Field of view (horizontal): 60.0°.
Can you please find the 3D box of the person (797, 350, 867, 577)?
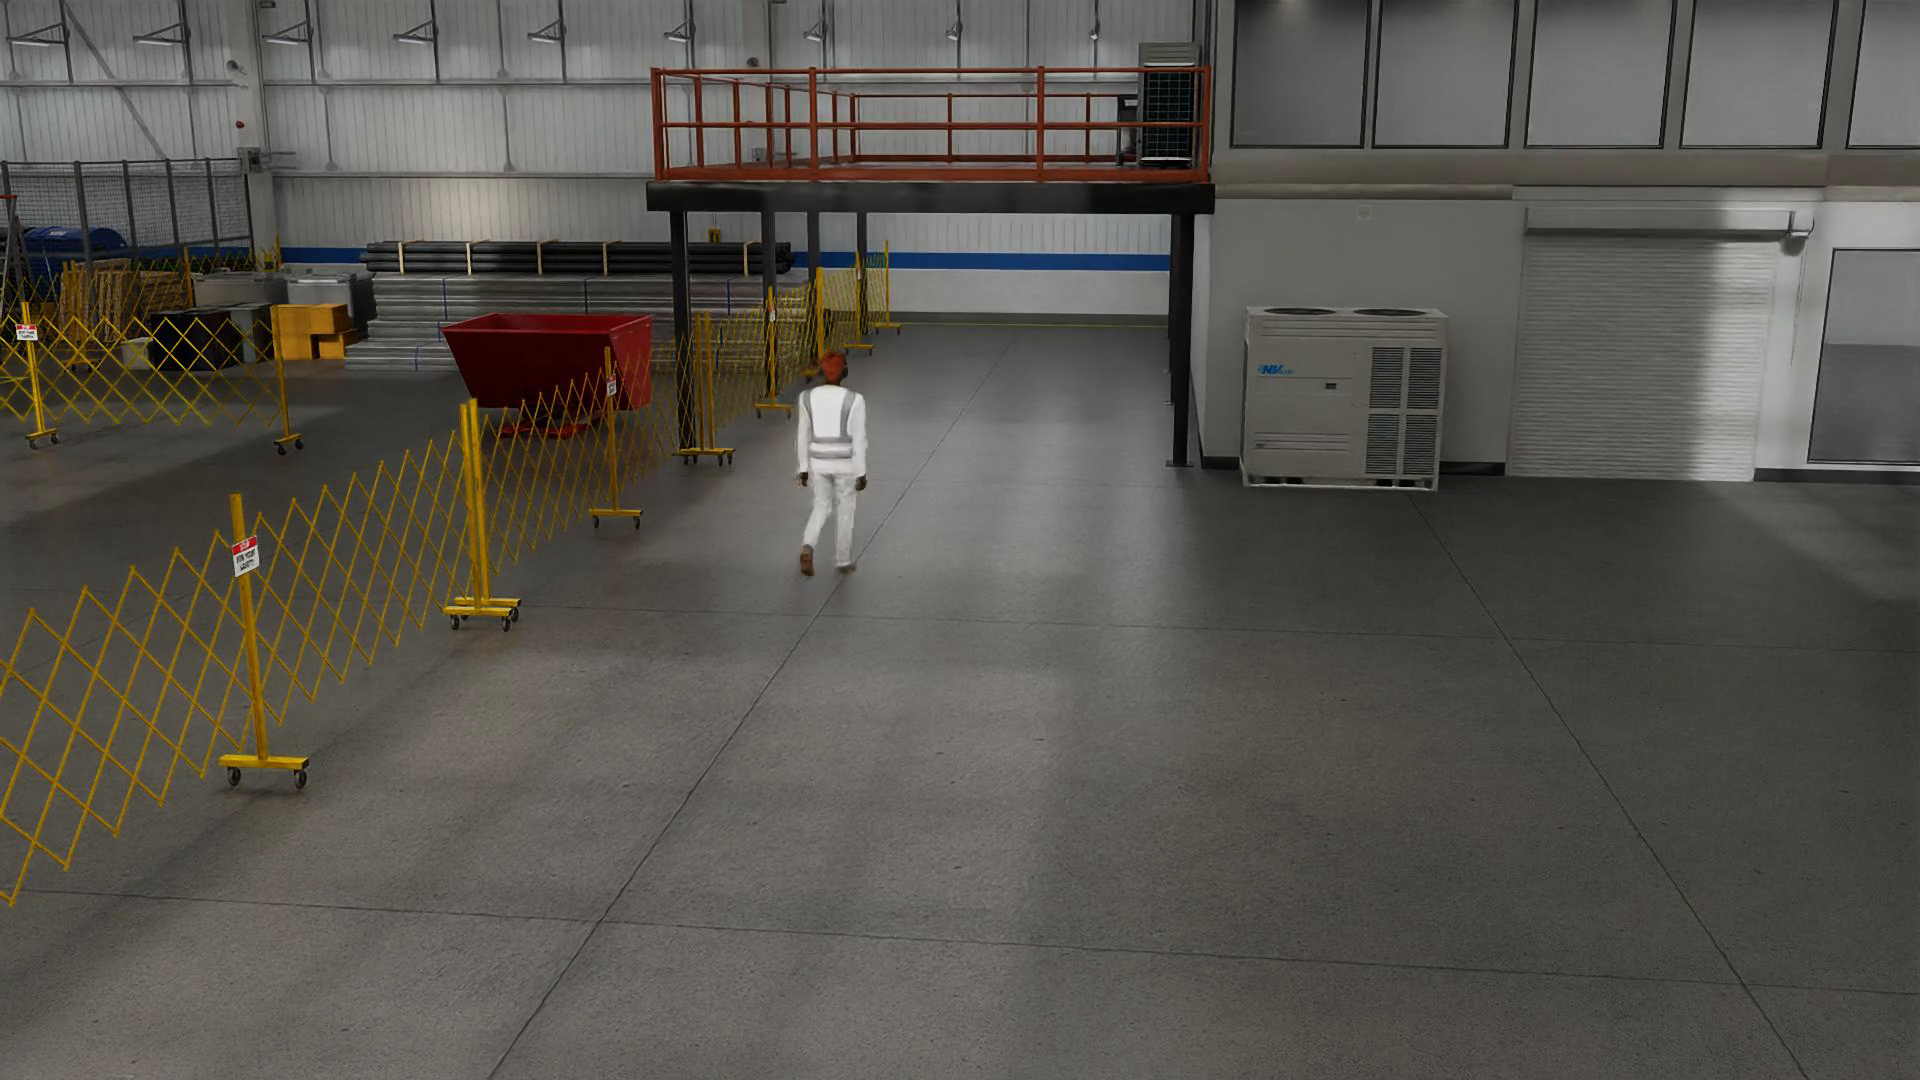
[{"bbox_3d":[-1.039,-0.580,13.284,0.585,1.867,0.619,4,14,18],"label":"person"}]
